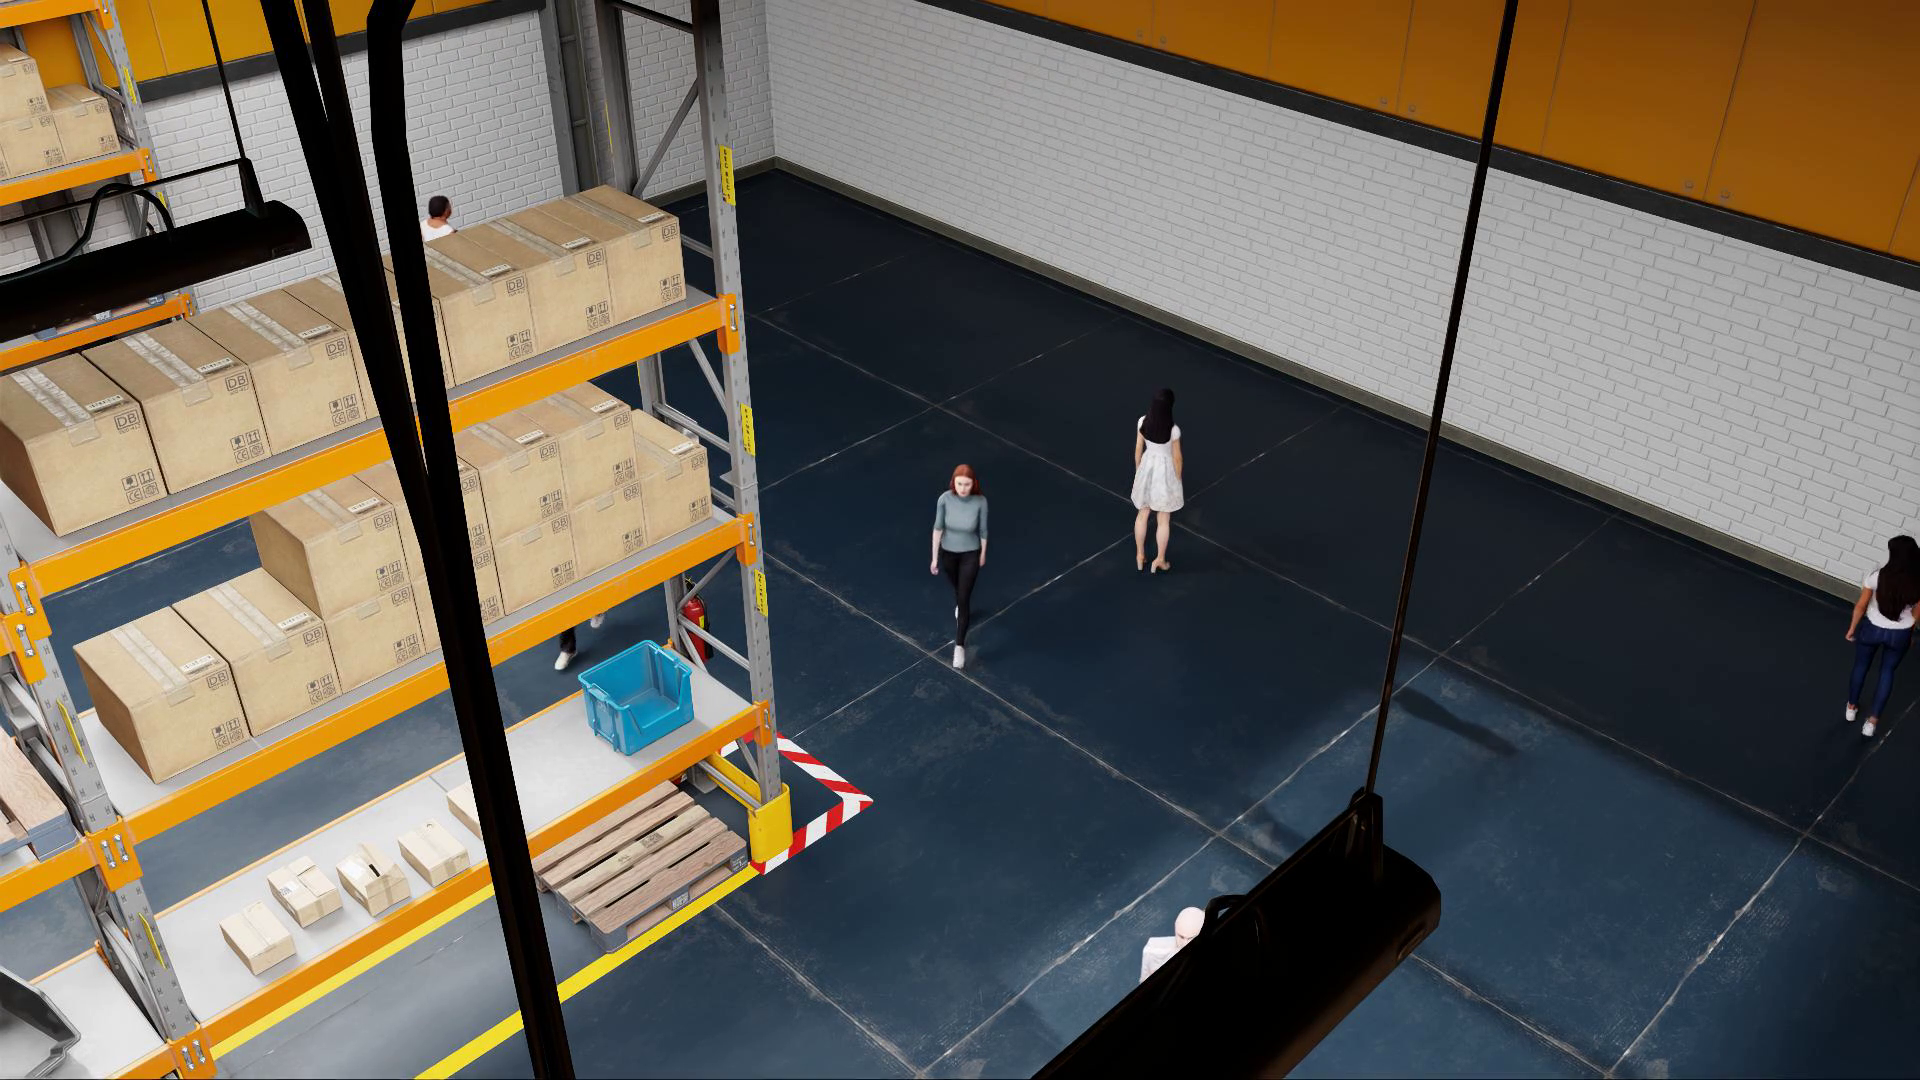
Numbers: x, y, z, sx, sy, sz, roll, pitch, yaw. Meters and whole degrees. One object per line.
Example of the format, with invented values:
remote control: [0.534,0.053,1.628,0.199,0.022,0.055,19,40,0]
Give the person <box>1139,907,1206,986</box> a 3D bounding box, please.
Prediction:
person: [1.254,2.748,9.420,0.754,1.830,0.753,8,35,12]

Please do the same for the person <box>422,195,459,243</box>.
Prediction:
person: [-5.565,-2.966,18.146,0.702,1.686,0.674,17,37,24]

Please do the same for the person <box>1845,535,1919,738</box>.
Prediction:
person: [6.927,0.736,12.518,0.800,1.751,0.908,20,39,28]

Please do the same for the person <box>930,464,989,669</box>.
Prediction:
person: [0.004,0.096,13.526,1.023,1.701,1.223,6,34,9]

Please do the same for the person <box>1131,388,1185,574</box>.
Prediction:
person: [1.704,-0.517,14.383,0.713,1.773,0.715,18,38,25]
